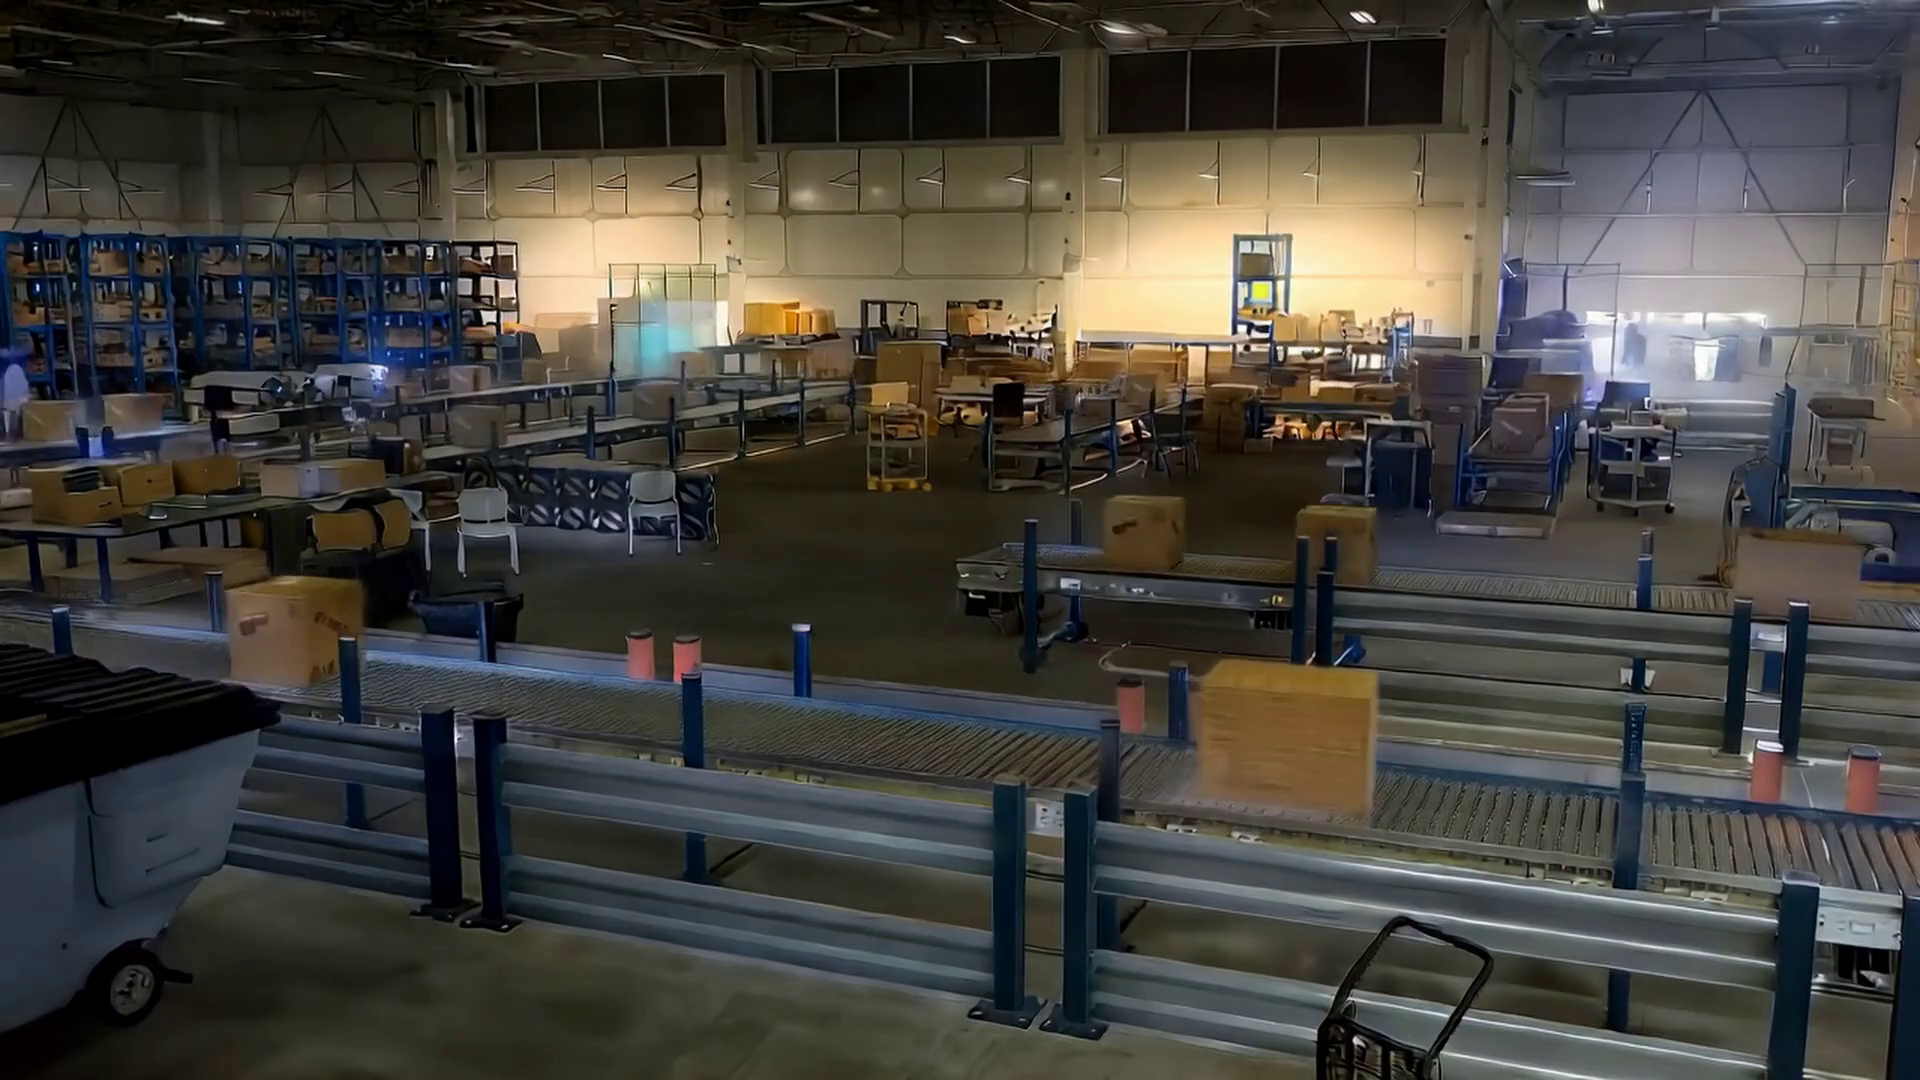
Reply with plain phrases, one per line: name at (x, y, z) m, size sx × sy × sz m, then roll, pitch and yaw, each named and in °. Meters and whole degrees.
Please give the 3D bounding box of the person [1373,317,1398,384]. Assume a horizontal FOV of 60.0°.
person at (9.299, -3.940, 36.569) m, size 0.406 × 1.904 × 0.654 m, roll -5°, pitch 11°, yaw -29°

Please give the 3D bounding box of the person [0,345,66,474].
person at (-13.749, -1.911, 24.337) m, size 1.034 × 1.886 × 0.613 m, roll -7°, pitch 12°, yaw -36°

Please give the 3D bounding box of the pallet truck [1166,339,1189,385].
pallet truck at (5.418, -4.269, 40.420) m, size 0.704 × 1.261 × 1.522 m, roll 3°, pitch 10°, yaw 20°

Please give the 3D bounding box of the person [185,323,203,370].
person at (-17.947, -4.307, 39.010) m, size 0.565 × 1.837 × 0.382 m, roll -6°, pitch 11°, yaw -32°

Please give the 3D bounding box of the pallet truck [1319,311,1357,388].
pallet truck at (9.071, -4.419, 39.190) m, size 0.823 × 1.965 × 1.885 m, roll 5°, pitch 10°, yaw 26°

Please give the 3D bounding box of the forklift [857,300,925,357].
forklift at (-1.732, -5.109, 42.468) m, size 1.157 × 1.987 × 2.680 m, roll 4°, pitch 10°, yaw 22°

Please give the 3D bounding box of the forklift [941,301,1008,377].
forklift at (0.365, -4.966, 41.571) m, size 1.157 × 1.987 × 2.680 m, roll 3°, pitch 10°, yaw 20°

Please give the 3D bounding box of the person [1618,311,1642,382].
person at (15.284, -4.229, 38.056) m, size 0.921 × 1.987 × 0.637 m, roll 0°, pitch 9°, yaw 2°

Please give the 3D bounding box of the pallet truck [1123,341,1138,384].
pallet truck at (4.445, -4.380, 41.279) m, size 0.680 × 1.201 × 1.601 m, roll 4°, pitch 10°, yaw 22°

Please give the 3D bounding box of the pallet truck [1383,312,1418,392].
pallet truck at (10.207, -4.283, 38.369) m, size 0.823 × 1.965 × 1.885 m, roll 3°, pitch 10°, yaw 20°

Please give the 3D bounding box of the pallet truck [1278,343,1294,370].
pallet truck at (7.886, -4.163, 39.743) m, size 0.653 × 1.274 × 1.630 m, roll 4°, pitch 10°, yaw 22°
